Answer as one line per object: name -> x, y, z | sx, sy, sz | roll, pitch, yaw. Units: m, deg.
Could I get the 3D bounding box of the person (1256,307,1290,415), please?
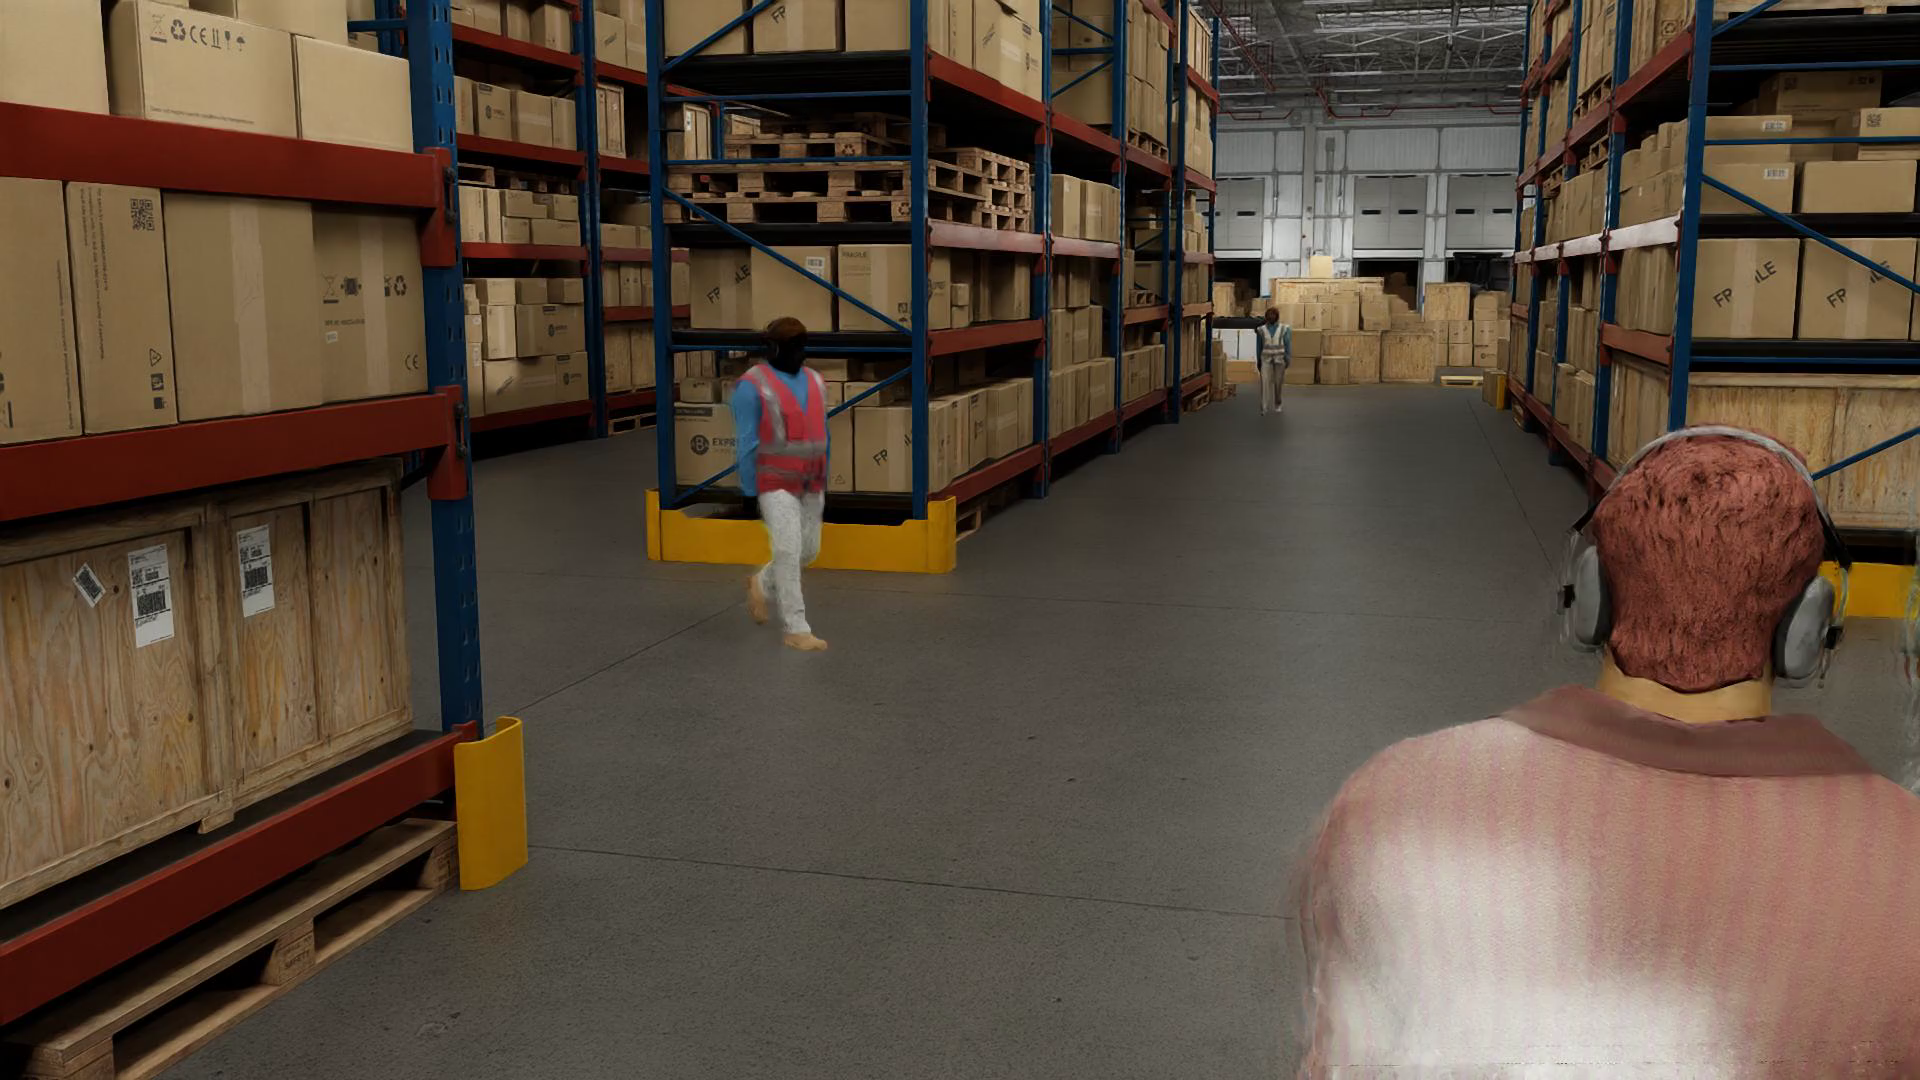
person -> 4.675, -2.678, 24.827 | 0.514, 1.606, 0.810 | 2, 9, 15

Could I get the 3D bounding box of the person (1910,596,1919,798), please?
person -> 3.176, 0.369, 5.107 | 0.622, 1.724, 0.497 | 2, 9, 15

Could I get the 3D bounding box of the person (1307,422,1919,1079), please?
person -> 0.624, 0.839, 1.570 | 0.650, 1.892, 0.675 | 4, 10, 22

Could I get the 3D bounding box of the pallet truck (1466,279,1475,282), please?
pallet truck -> 18.896, -8.459, 60.307 | 1.885, 1.965, 0.823 | 5, 10, 31

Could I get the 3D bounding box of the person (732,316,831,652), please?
person -> -0.990, -0.321, 9.177 | 0.733, 1.822, 0.631 | 8, 12, 43

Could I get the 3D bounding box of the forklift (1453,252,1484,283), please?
forklift -> 15.616, -7.466, 51.204 | 1.129, 2.768, 1.873 | -2, 9, -13
